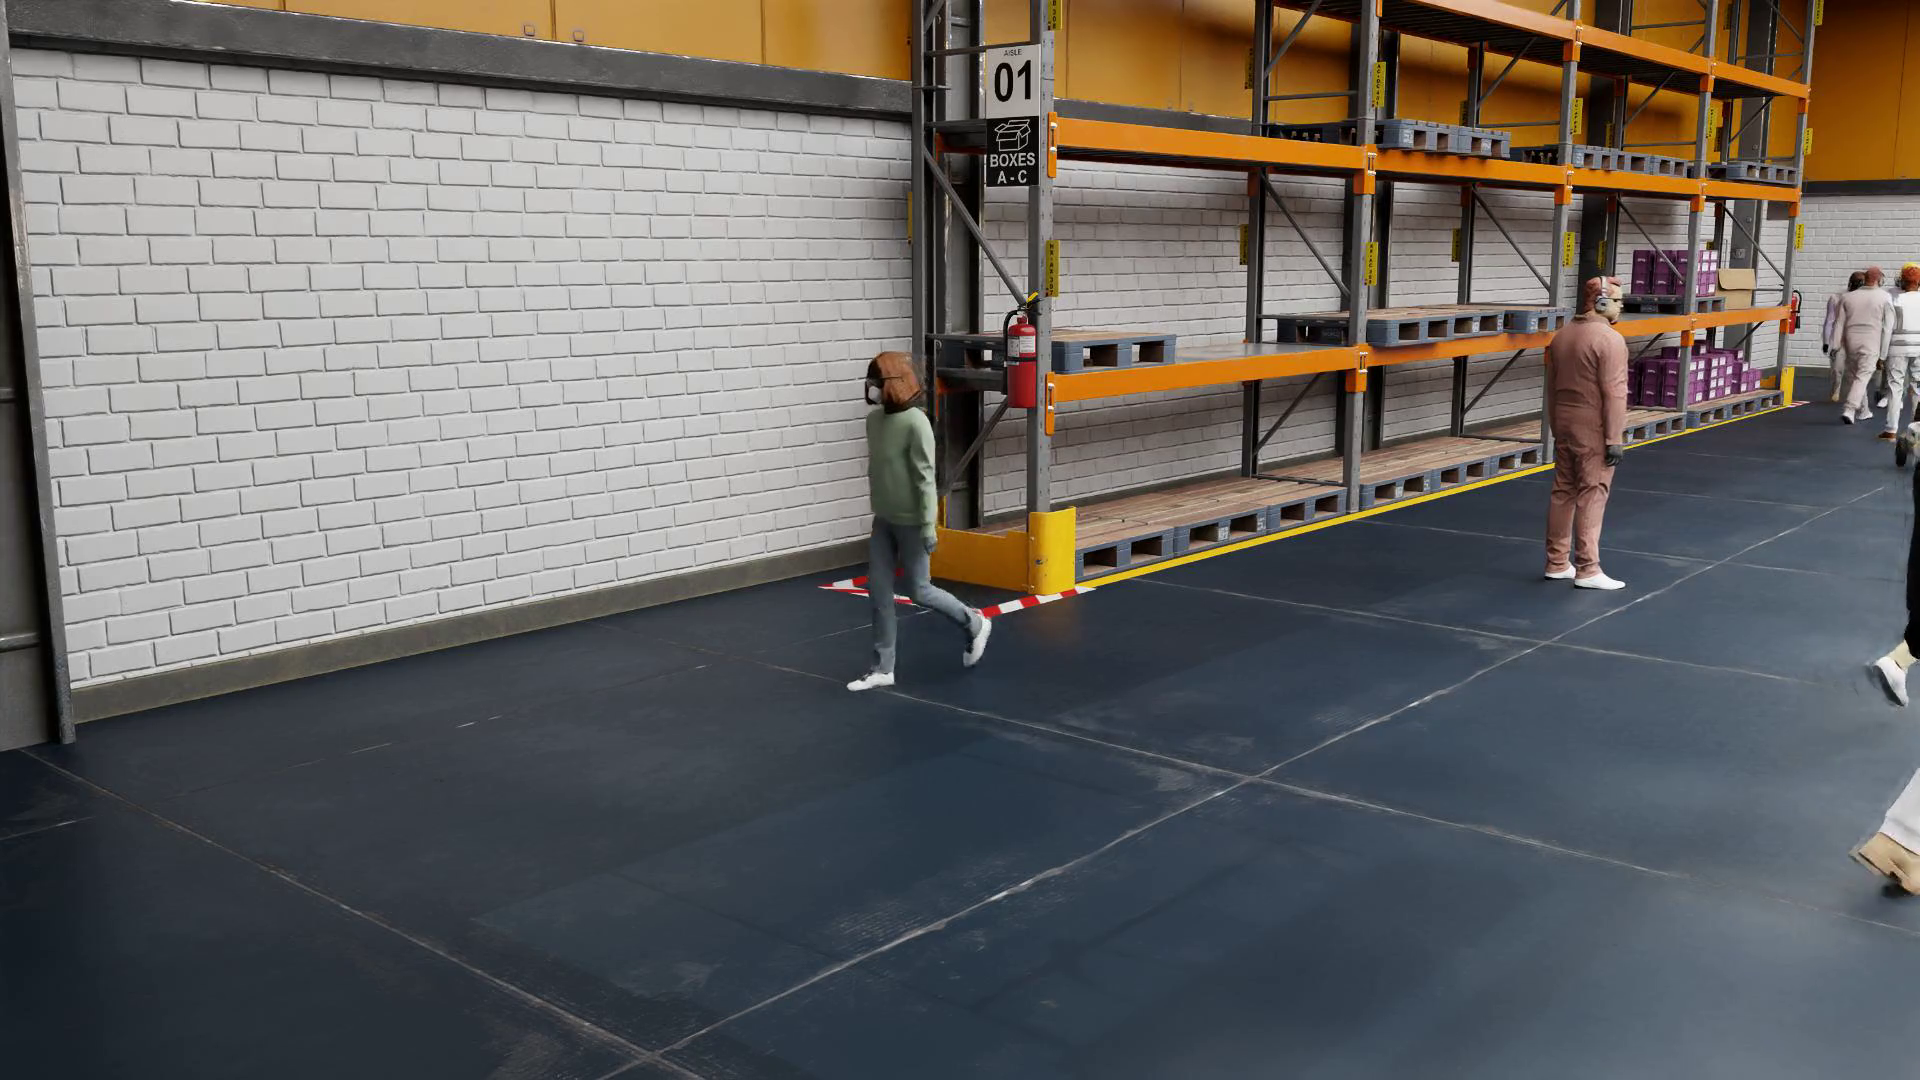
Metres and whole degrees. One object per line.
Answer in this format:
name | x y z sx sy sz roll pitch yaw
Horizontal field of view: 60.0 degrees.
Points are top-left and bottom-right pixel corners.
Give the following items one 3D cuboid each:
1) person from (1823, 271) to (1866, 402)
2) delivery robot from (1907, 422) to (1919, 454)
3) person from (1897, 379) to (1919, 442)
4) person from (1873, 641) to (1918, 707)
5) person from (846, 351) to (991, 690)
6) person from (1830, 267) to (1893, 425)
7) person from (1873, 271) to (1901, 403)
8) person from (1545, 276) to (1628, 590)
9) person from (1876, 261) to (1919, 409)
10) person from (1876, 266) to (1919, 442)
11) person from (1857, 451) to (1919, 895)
person | 11.603 -2.613 21.688 0.638 1.804 0.849 4 11 24
delivery robot | 9.057 -0.958 15.497 0.477 0.478 0.707 4 11 22
person | 9.826 -1.828 16.620 0.617 1.991 1.004 1 10 4
person | 4.316 0.026 7.132 0.483 1.620 0.505 0 10 0
person | -0.201 -0.096 7.878 0.686 1.609 0.511 -7 12 -34
person | 10.729 -2.294 19.743 1.052 1.862 0.677 -8 13 -39
person | 12.426 -2.695 22.098 0.627 1.802 0.477 5 11 26
person | 3.875 -0.656 10.206 0.400 1.905 0.644 -2 10 -13
person | 12.145 -2.624 21.413 0.589 1.900 0.565 7 12 35
person | 10.154 -1.986 17.833 0.572 1.886 0.355 2 10 10
person | 3.328 0.246 5.378 0.930 1.804 0.625 -2 10 -12
